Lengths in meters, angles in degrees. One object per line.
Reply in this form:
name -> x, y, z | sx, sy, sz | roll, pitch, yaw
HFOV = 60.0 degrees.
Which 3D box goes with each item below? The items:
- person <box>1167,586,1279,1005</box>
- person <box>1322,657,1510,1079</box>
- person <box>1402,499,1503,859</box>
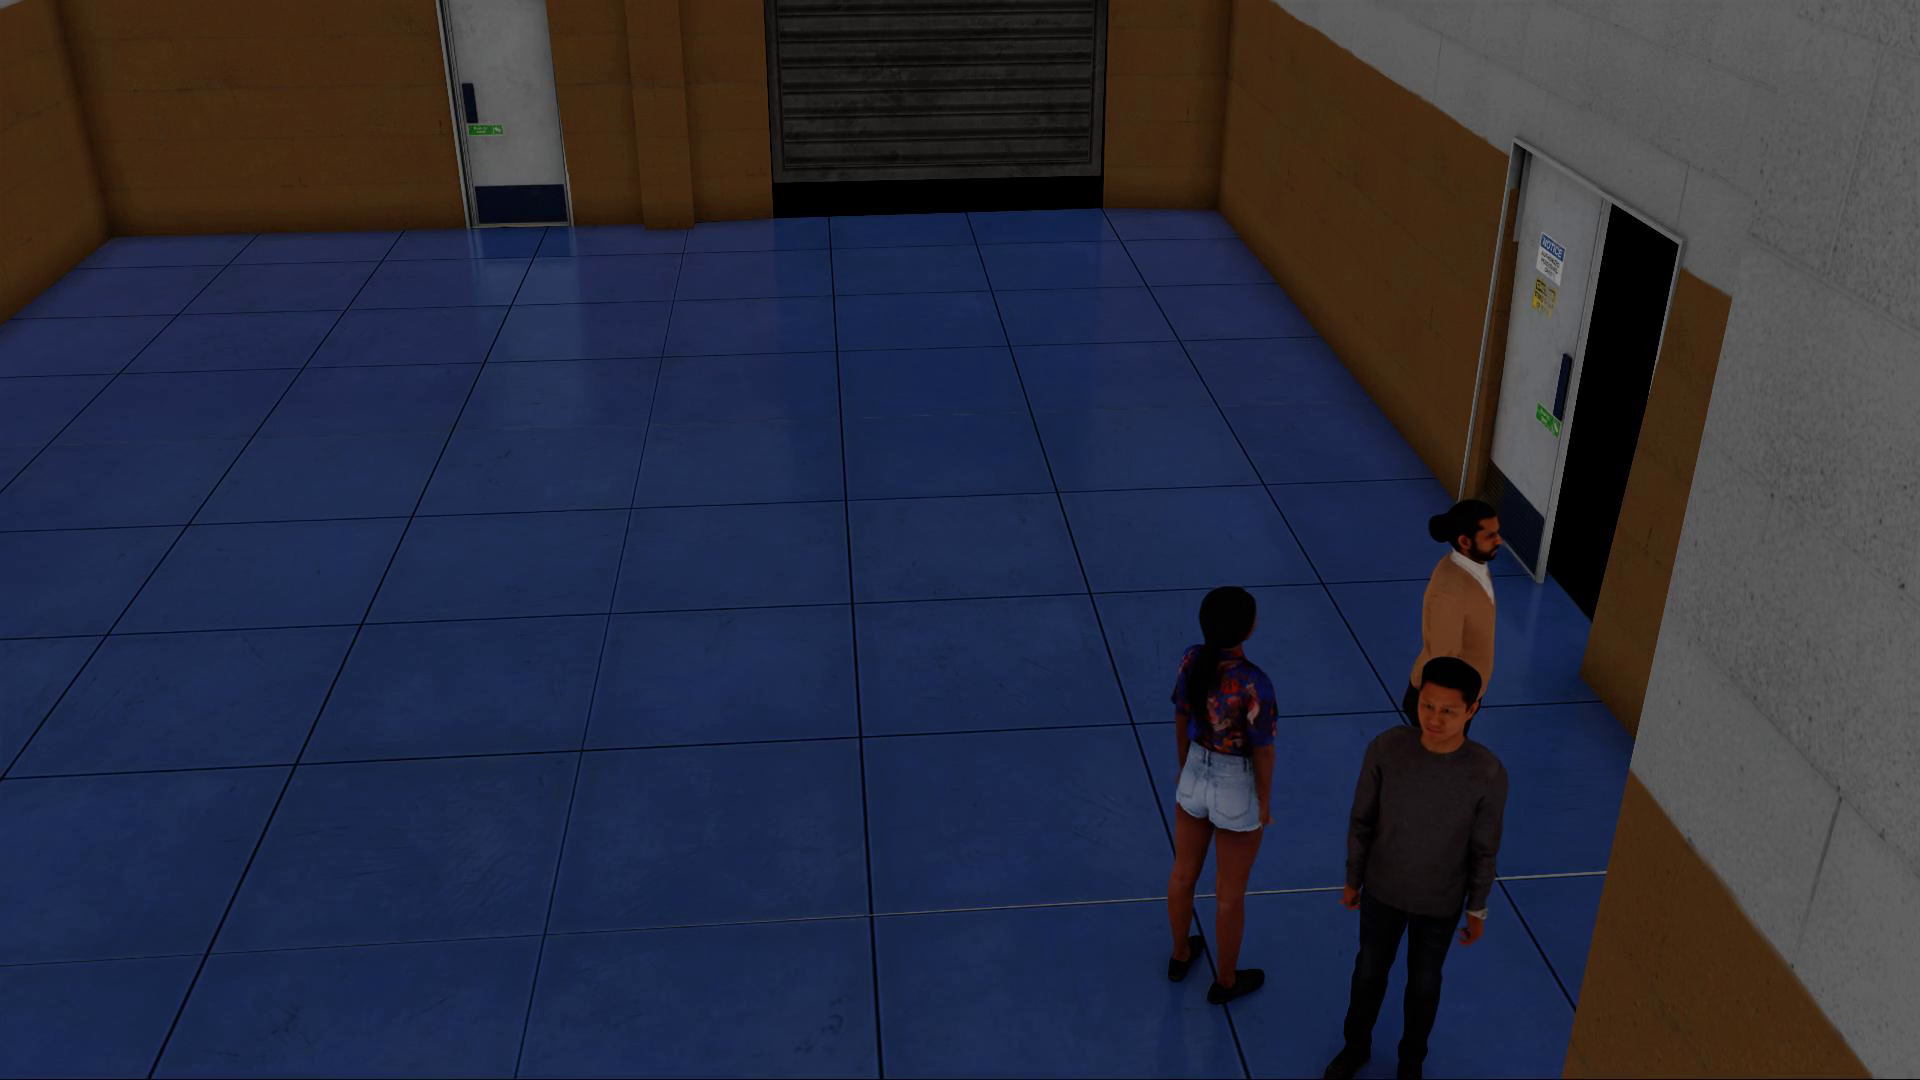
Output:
person -> 0.953, 0.939, 6.148 | 0.706, 1.741, 0.664 | -24, 36, -39
person -> 1.558, 1.172, 5.659 | 0.664, 1.768, 0.777 | -9, 28, -16
person -> 1.964, 0.636, 6.723 | 0.758, 1.754, 0.752 | 11, 29, 21
